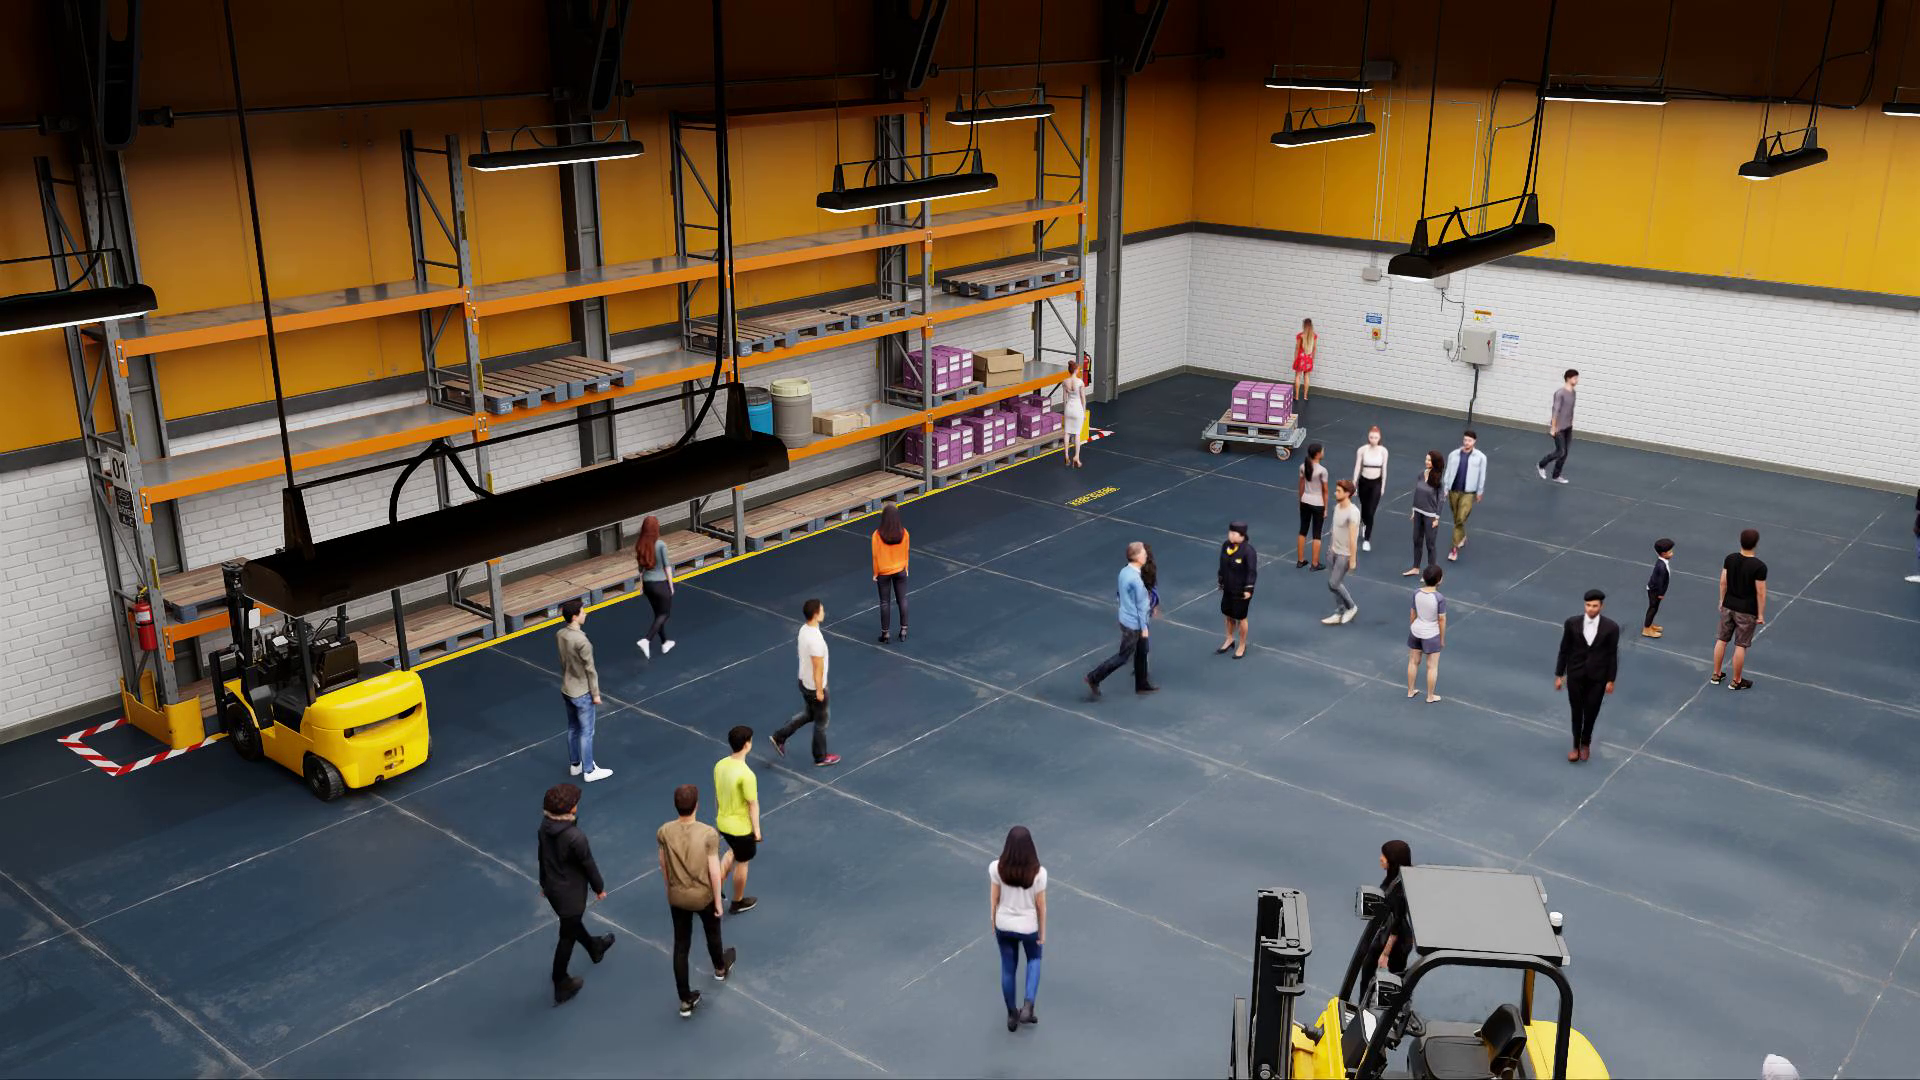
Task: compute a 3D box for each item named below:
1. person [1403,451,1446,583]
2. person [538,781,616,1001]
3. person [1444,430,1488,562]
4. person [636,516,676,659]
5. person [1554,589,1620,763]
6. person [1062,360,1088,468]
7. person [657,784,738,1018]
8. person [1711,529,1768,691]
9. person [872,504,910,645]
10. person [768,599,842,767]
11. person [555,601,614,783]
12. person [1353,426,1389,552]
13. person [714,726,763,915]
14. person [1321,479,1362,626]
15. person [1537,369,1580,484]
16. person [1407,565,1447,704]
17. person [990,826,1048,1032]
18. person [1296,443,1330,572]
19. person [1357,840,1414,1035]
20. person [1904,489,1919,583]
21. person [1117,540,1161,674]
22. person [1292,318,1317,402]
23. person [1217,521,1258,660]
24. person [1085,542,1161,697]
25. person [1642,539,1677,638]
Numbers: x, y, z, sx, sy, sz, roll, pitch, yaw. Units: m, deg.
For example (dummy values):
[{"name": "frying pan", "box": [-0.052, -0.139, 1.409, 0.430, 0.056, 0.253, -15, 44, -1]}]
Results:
[{"name": "person", "box": [6.213, -0.338, 22.120, 0.616, 1.768, 0.664, -12, 22, -33]}, {"name": "person", "box": [-3.106, 2.767, 12.953, 0.717, 1.733, 1.053, 11, 22, 30]}, {"name": "person", "box": [6.981, -0.655, 23.068, 0.799, 1.763, 1.223, 11, 21, 29]}, {"name": "person", "box": [-3.580, 0.581, 19.454, 0.776, 1.728, 1.052, 7, 20, 21]}, {"name": "person", "box": [6.408, 1.353, 16.935, 0.763, 1.871, 0.659, 11, 22, 29]}, {"name": "person", "box": [1.850, -2.067, 27.214, 0.593, 1.792, 0.511, 11, 22, 30]}, {"name": "person", "box": [-2.088, 2.787, 12.753, 1.006, 1.823, 1.176, 4, 19, 11]}, {"name": "person", "box": [8.756, 0.763, 18.704, 0.656, 1.862, 0.734, -14, 23, -35]}, {"name": "person", "box": [-0.819, 0.397, 19.969, 0.656, 1.748, 0.768, -7, 20, -20]}, {"name": "person", "box": [-1.572, 1.459, 16.753, 1.066, 1.788, 0.925, -7, 20, -19]}, {"name": "person", "box": [-3.798, 1.495, 16.519, 0.713, 1.868, 0.600, 18, 25, 42]}, {"name": "person", "box": [5.769, -0.751, 23.472, 0.991, 1.687, 1.283, 4, 19, 12]}, {"name": "person", "box": [-1.951, 2.409, 14.085, 0.670, 1.689, 0.707, 17, 25, 41]}, {"name": "person", "box": [4.778, 0.164, 20.446, 0.879, 1.884, 0.835, -5, 19, -15]}, {"name": "person", "box": [9.480, -1.808, 26.377, 0.745, 1.836, 0.833, -13, 23, -34]}, {"name": "person", "box": [5.161, 1.022, 18.397, 0.571, 1.567, 0.536, 17, 25, 42]}, {"name": "person", "box": [0.419, 2.965, 12.453, 0.717, 1.677, 0.761, 4, 19, 11]}, {"name": "person", "box": [4.762, -0.455, 22.502, 0.553, 1.745, 0.618, -17, 25, -41]}, {"name": "person", "box": [3.324, 2.989, 12.458, 0.900, 1.629, 0.847, -1, 19, -2]}, {"name": "person", "box": [12.857, -0.262, 21.972, 0.604, 1.717, 0.897, -10, 21, -28]}, {"name": "person", "box": [2.042, 0.794, 19.001, 0.770, 1.613, 0.828, -1, 19, -3]}, {"name": "person", "box": [6.528, -3.433, 31.584, 0.693, 1.593, 0.762, -1, 19, -4]}, {"name": "person", "box": [3.263, 0.573, 19.566, 0.718, 1.671, 0.765, -13, 22, -33]}, {"name": "person", "box": [1.823, 0.909, 18.376, 1.184, 1.793, 1.108, -2, 19, -7]}, {"name": "person", "box": [8.508, 0.566, 20.291, 0.602, 1.221, 0.469, 8, 20, 22]}]
